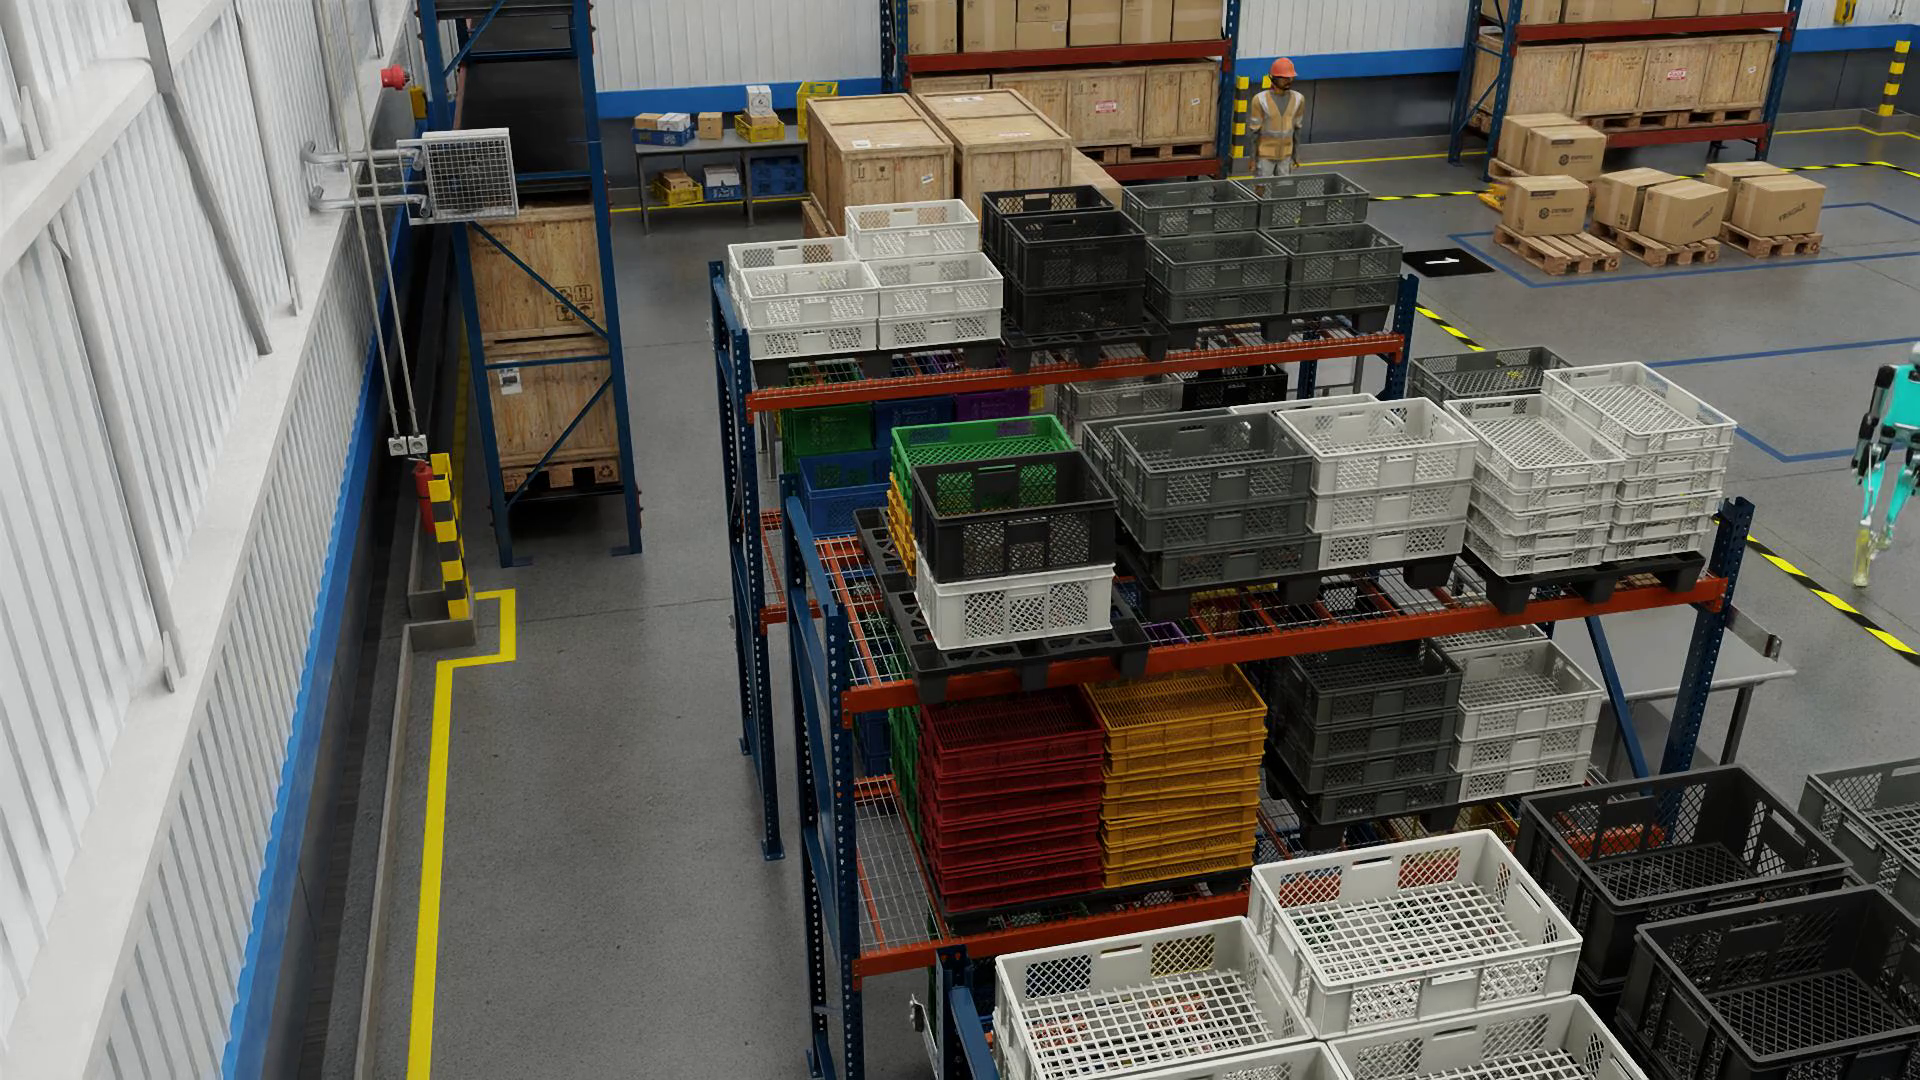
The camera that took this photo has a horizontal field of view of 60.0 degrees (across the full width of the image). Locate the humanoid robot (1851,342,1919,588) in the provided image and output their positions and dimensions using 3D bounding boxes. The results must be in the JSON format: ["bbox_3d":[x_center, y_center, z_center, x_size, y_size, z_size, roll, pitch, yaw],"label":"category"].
[{"bbox_3d":[6.362,-0.434,11.331,0.542,1.743,1.048,14,31,24],"label":"humanoid robot"}]

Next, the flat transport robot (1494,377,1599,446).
[{"bbox_3d":[4.780,-1.036,14.013,0.659,0.231,1.431,-6,28,-12],"label":"flat transport robot"}]

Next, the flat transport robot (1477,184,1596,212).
[{"bbox_3d":[6.981,-4.120,19.834,1.431,0.197,0.652,-6,28,-12],"label":"flat transport robot"}]

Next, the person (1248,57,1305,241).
[{"bbox_3d":[3.437,-4.220,18.149,0.606,2.048,0.366,-7,28,-12],"label":"person"}]
